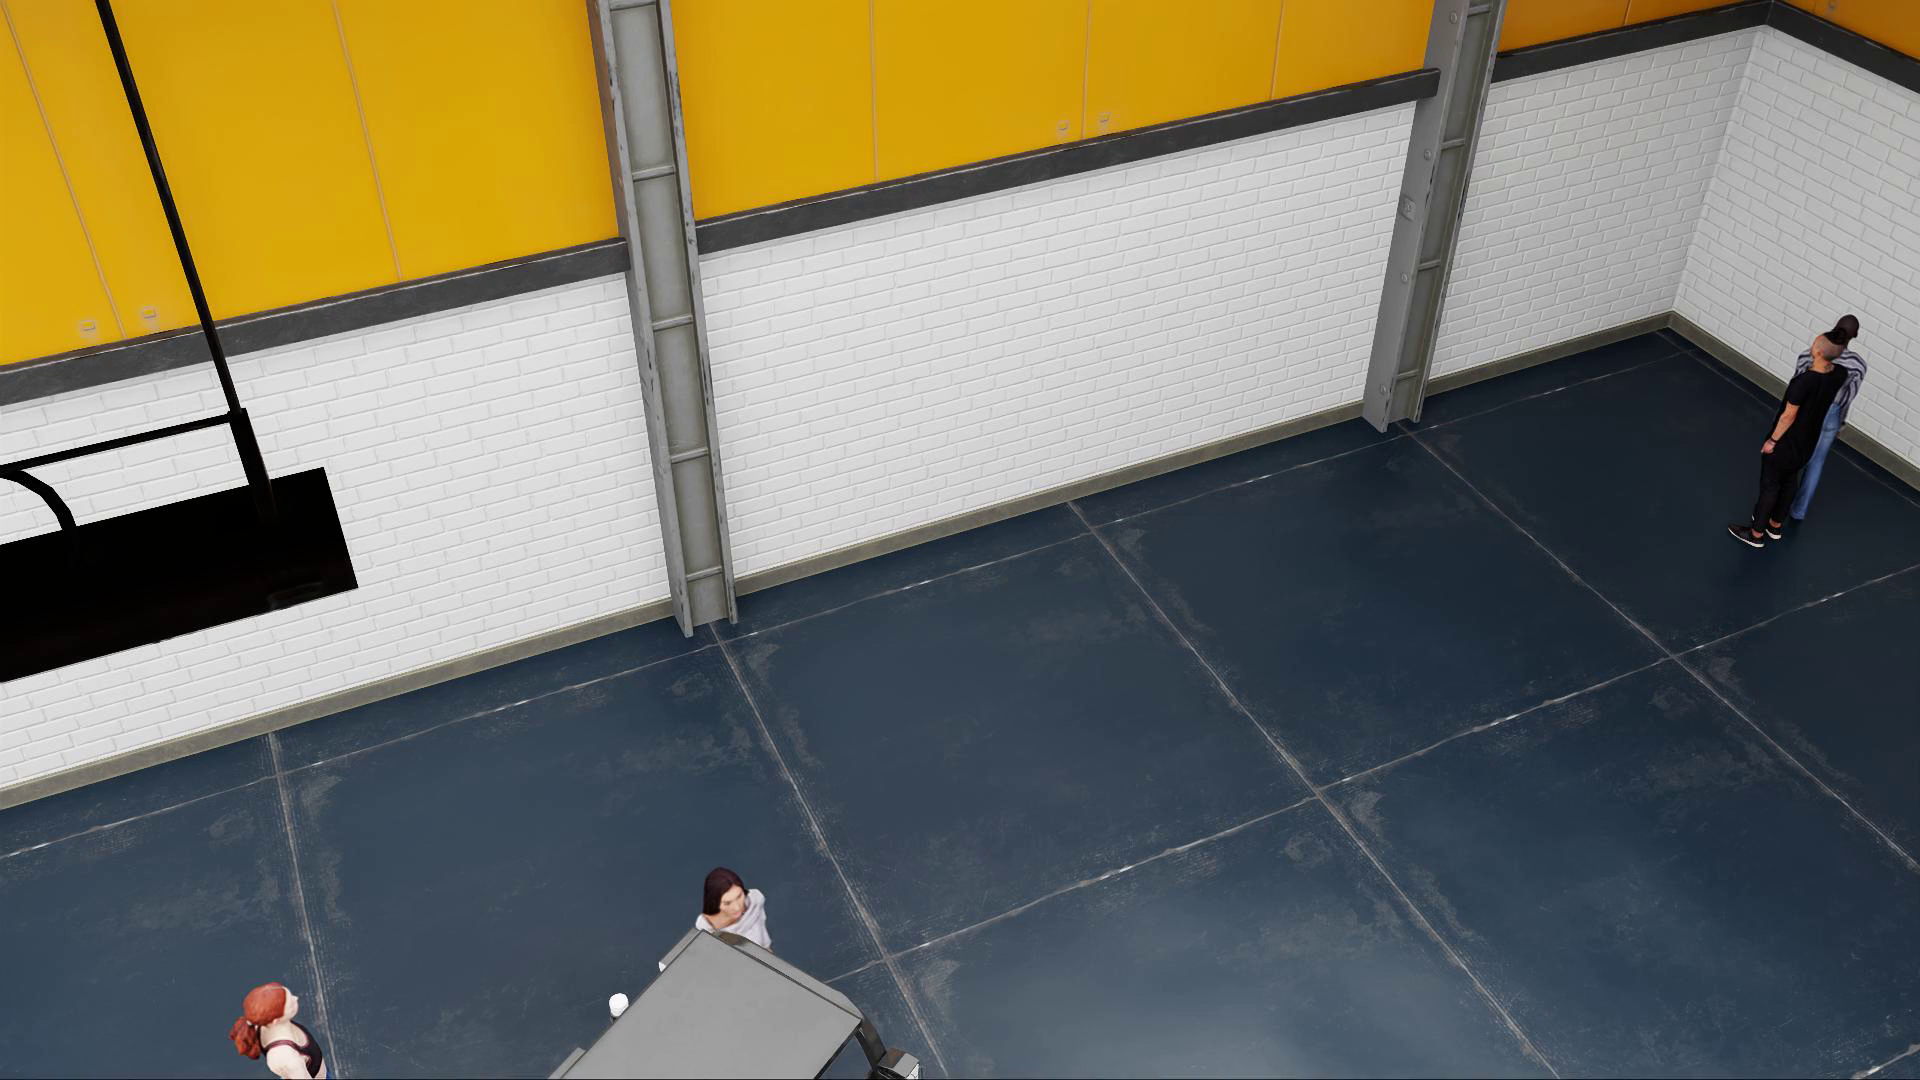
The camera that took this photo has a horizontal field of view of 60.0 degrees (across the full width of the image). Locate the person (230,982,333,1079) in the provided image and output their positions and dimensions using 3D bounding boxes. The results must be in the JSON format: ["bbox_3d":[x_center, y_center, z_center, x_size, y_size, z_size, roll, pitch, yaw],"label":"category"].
[{"bbox_3d":[-3.065,2.679,7.877,0.673,1.785,0.640,-30,48,-32],"label":"person"}]

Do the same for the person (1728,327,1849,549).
[{"bbox_3d":[6.086,-0.769,12.131,0.539,1.865,0.764,-20,43,-23],"label":"person"}]

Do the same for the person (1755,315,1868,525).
[{"bbox_3d":[6.318,-0.877,12.322,0.692,1.795,0.756,12,40,15],"label":"person"}]

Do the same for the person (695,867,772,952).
[{"bbox_3d":[-1.166,2.246,8.541,0.727,1.633,0.573,31,48,33],"label":"person"}]
